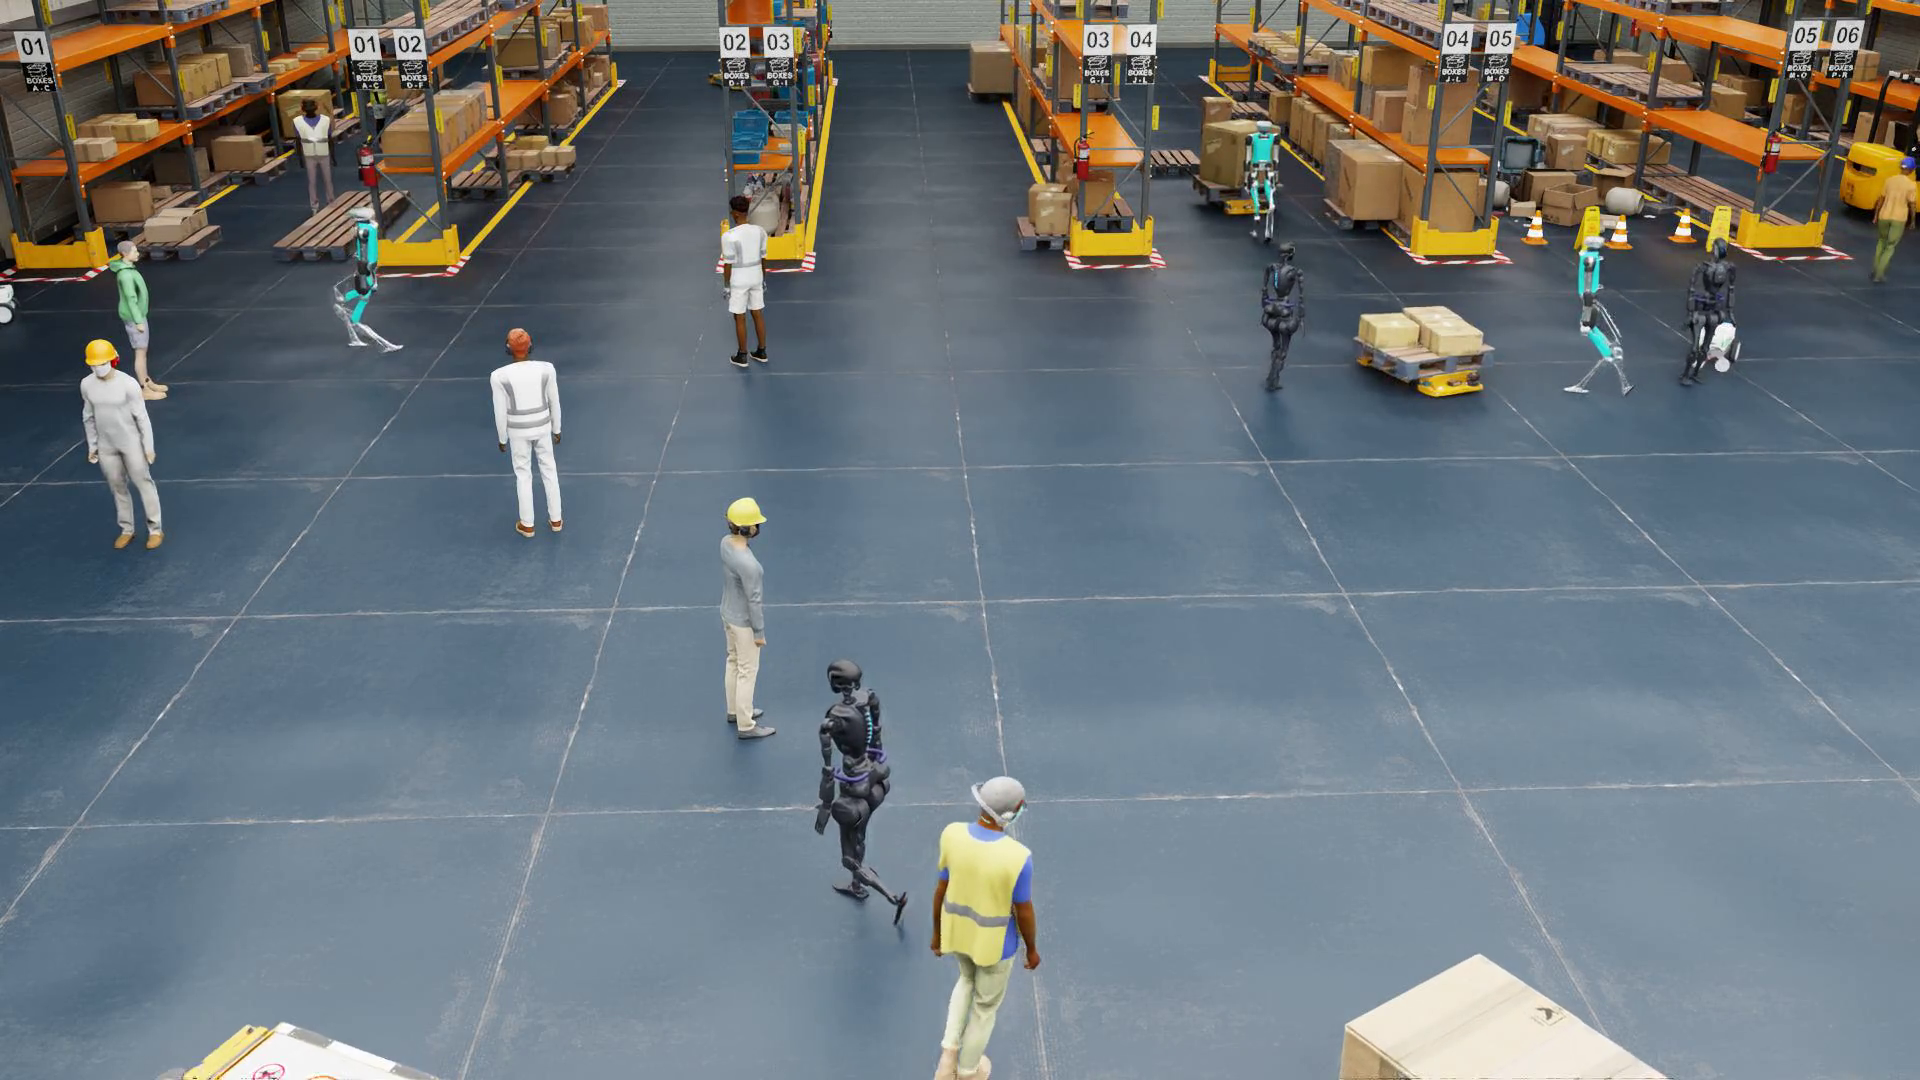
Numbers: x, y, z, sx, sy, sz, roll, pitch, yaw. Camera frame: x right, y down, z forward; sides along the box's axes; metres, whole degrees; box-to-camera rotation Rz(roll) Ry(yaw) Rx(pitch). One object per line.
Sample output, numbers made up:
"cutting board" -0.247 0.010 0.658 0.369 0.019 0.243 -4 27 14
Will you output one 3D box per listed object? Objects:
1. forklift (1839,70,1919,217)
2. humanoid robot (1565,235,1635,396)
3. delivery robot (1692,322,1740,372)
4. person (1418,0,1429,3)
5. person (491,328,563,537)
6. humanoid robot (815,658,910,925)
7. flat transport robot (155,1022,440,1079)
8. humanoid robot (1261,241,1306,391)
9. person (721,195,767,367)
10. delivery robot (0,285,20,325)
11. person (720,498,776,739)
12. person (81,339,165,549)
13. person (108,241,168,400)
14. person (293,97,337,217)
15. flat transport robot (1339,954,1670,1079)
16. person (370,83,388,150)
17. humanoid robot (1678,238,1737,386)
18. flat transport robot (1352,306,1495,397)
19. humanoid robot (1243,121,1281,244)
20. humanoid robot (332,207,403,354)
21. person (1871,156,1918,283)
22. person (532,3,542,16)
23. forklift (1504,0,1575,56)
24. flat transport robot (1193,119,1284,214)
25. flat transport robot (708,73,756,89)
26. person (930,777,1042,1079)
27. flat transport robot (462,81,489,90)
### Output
"forklift" 15.132 -6.143 25.915 2.313 2.155 1.214 -1 24 -2
"humanoid robot" 7.087 -2.376 18.078 0.872 1.831 0.561 8 25 17
"delivery robot" 8.747 -2.295 19.282 0.505 0.599 0.770 15 28 30
"person" 11.684 -13.026 41.861 0.389 1.798 0.592 -13 27 -27
"person" -3.781 -0.944 14.611 0.573 1.882 0.356 -12 27 -26
"humanoid robot" -0.519 1.423 9.553 0.591 1.633 0.586 14 27 28
"flat transport robot" -3.230 2.786 8.213 1.431 0.231 0.659 10 26 22
"humanoid robot" 3.586 -2.479 18.321 0.574 1.640 0.608 -21 32 -39
"person" -2.465 -2.972 19.084 0.596 1.958 0.379 -22 32 -40
"delivery robot" -12.223 -2.985 20.807 0.738 0.578 0.499 -9 26 -19
"person" -1.469 0.530 11.451 0.334 1.756 0.516 -13 27 -27
"person" -7.242 -0.827 14.344 0.568 1.889 0.388 0 24 1
"person" -8.922 -2.381 18.024 0.318 1.736 0.479 -9 26 -19
"person" -10.044 -5.983 25.976 0.563 1.845 0.390 -12 27 -25
"flat transport robot" 2.490 2.977 7.783 1.431 0.231 0.659 -15 28 -31
"person" -10.834 -8.164 31.060 0.318 1.696 0.534 -4 24 -8
"humanoid robot" 8.286 -2.532 18.443 0.599 1.652 0.377 -4 24 -8
"flat transport robot" 5.183 -1.937 18.825 0.659 0.231 1.431 -10 26 -22
"humanoid robot" 4.464 -5.195 24.394 0.531 1.775 1.016 -1 24 -2
"humanoid robot" -7.036 -2.994 19.378 0.964 1.736 0.541 -2 24 -4
"person" 12.616 -4.320 22.409 0.572 1.697 0.495 -17 29 -33
"person" -10.456 -12.667 40.975 0.386 1.863 0.514 -1 24 -3
"forklift" 14.700 -13.805 42.301 1.873 2.768 1.129 -1 24 -2
"flat transport robot" 4.457 -5.485 26.798 0.659 0.231 1.431 -3 24 -7
"flat transport robot" -5.169 -10.513 38.094 0.659 0.231 1.431 -16 28 -31
"person" 0.122 1.955 8.111 0.526 1.866 0.468 14 28 29
"flat transport robot" -10.579 -9.941 36.810 0.659 0.231 1.431 0 24 -1
